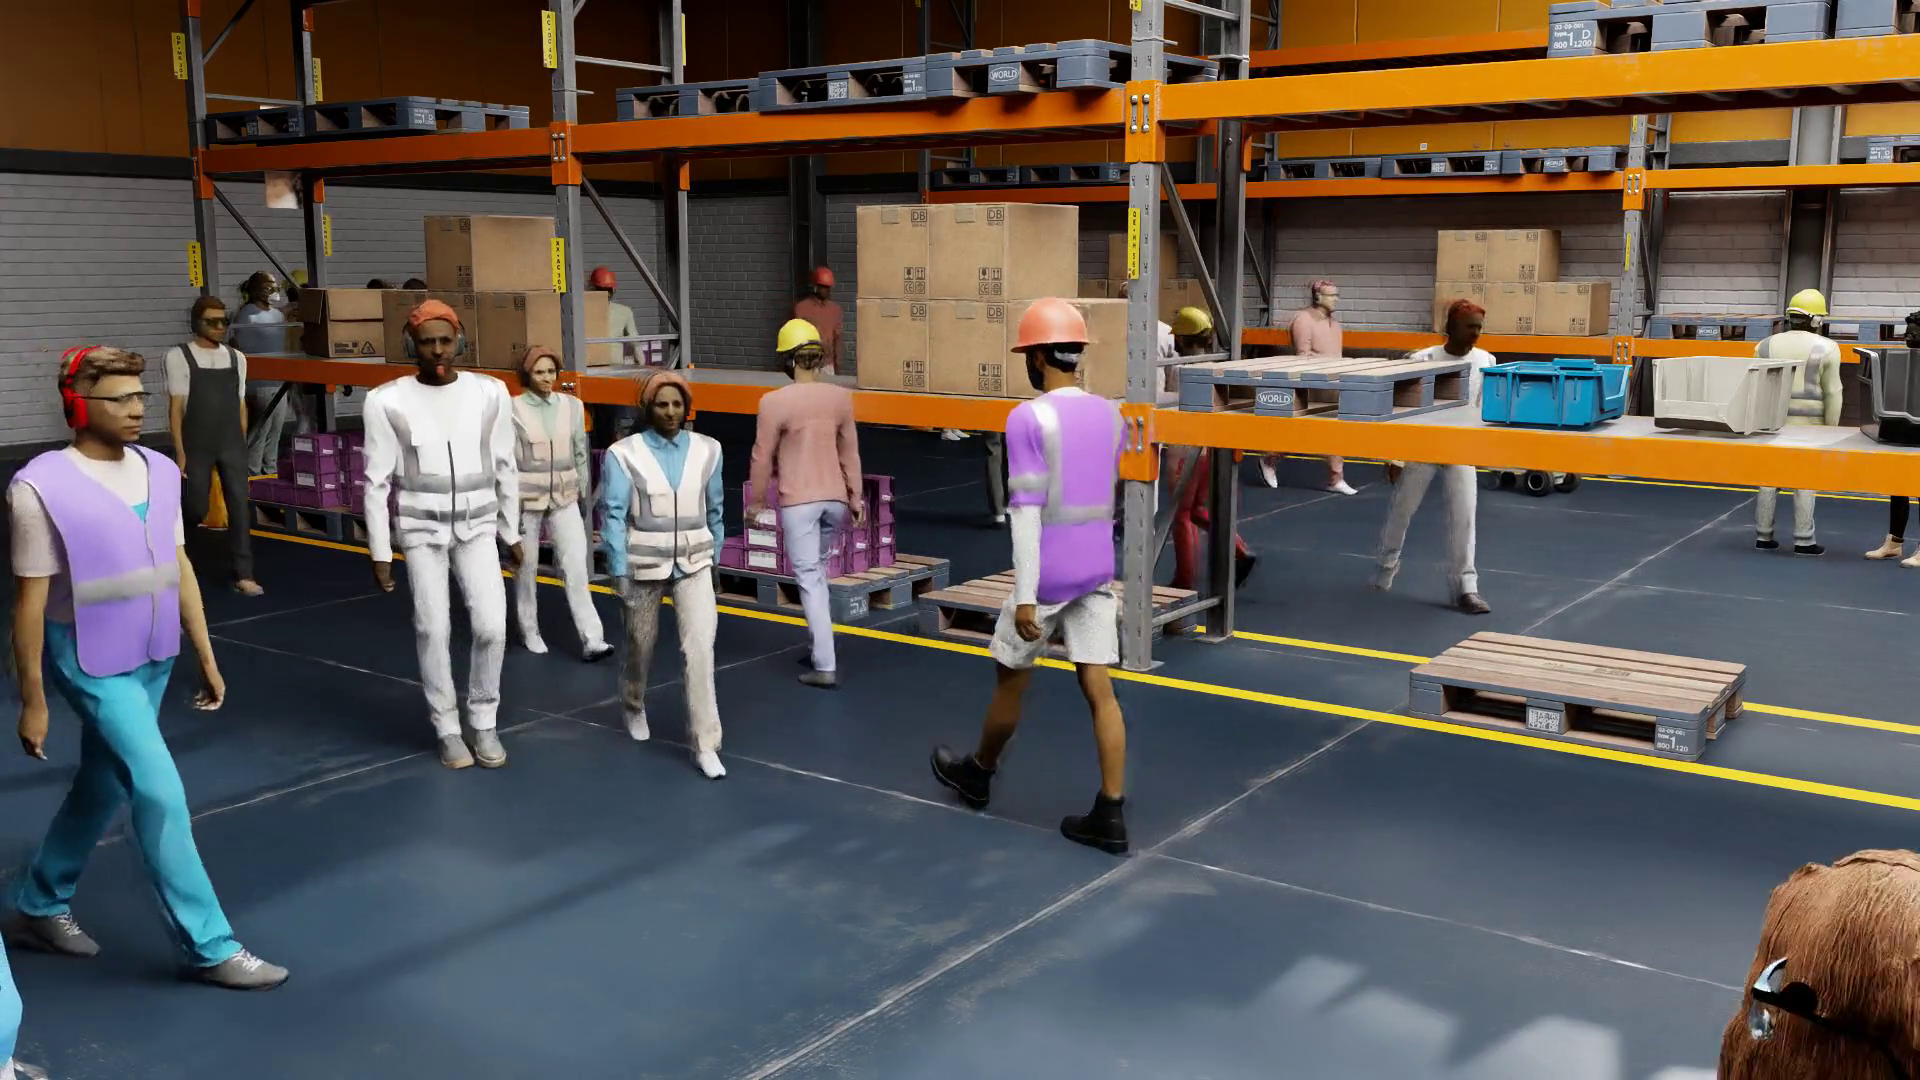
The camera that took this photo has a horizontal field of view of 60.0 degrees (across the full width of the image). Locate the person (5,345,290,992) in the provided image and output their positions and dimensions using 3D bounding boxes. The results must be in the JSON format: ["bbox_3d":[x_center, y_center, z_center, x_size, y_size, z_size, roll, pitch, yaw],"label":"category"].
[{"bbox_3d":[-2.376,0.353,4.658,0.953,1.804,0.582,2,10,11],"label":"person"}]

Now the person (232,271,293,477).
[{"bbox_3d":[-5.792,-1.266,13.883,0.376,1.940,0.629,1,10,7],"label":"person"}]

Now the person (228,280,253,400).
[{"bbox_3d":[-7.170,-1.674,16.604,0.582,1.843,0.540,2,10,14],"label":"person"}]

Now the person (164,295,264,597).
[{"bbox_3d":[-4.577,-0.572,10.109,0.783,1.824,0.522,9,13,42],"label":"person"}]

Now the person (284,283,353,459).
[{"bbox_3d":[-6.063,-1.506,15.667,0.655,1.821,0.431,3,10,16],"label":"person"}]

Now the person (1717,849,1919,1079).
[{"bbox_3d":[0.709,1.022,1.282,0.510,1.593,0.833,-7,12,-35],"label":"person"}]

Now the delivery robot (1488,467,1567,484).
[{"bbox_3d":[4.975,-0.731,14.531,0.477,0.478,0.707,-8,12,-38],"label":"delivery robot"}]

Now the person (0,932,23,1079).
[{"bbox_3d":[-1.605,0.769,2.500,0.534,1.694,0.321,9,13,43],"label":"person"}]

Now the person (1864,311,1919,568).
[{"bbox_3d":[6.315,-0.664,11.013,0.315,1.696,0.541,-2,10,-14],"label":"person"}]

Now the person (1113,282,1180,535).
[{"bbox_3d":[1.283,-0.961,12.274,0.678,1.866,0.613,0,10,2],"label":"person"}]

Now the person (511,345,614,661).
[{"bbox_3d":[-2.052,-0.166,8.330,0.522,1.592,0.862,-7,12,-34],"label":"person"}]

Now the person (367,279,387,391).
[{"bbox_3d":[-6.051,-1.855,17.727,0.565,1.836,0.837,4,10,21],"label":"person"}]

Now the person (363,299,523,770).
[{"bbox_3d":[-2.011,0.002,6.525,0.614,1.867,0.531,-5,11,-27],"label":"person"}]

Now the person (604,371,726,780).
[{"bbox_3d":[-1.209,0.107,6.741,0.522,1.594,0.900,-4,10,-24],"label":"person"}]

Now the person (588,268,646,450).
[{"bbox_3d":[-3.269,-1.556,15.572,0.634,1.949,0.961,-8,12,-39],"label":"person"}]

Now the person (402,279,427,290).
[{"bbox_3d":[-4.676,-1.310,14.335,0.673,1.866,0.991,-1,10,-4],"label":"person"}]

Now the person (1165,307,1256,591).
[{"bbox_3d":[1.453,-0.505,9.925,0.505,1.754,0.528,7,12,35],"label":"person"}]

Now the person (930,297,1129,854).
[{"bbox_3d":[0.297,0.099,5.890,0.566,1.884,0.971,-7,12,-38],"label":"person"}]

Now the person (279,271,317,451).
[{"bbox_3d":[-6.980,-1.908,17.812,0.460,1.911,0.692,5,11,27],"label":"person"}]

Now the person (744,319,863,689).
[{"bbox_3d":[-0.758,-0.179,7.997,0.541,1.744,0.691,-9,13,-42],"label":"person"}]

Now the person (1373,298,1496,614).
[{"bbox_3d":[2.810,-0.528,9.860,0.618,1.829,1.043,-1,10,-9],"label":"person"}]

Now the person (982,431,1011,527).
[{"bbox_3d":[0.311,-1.060,12.865,0.601,1.868,1.013,0,10,2],"label":"person"}]

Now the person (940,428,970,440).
[{"bbox_3d":[-0.062,-2.007,18.870,0.285,1.746,0.492,4,10,22],"label":"person"}]

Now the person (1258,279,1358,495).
[{"bbox_3d":[3.065,-1.346,14.562,0.640,1.876,0.863,-8,12,-39],"label":"person"}]

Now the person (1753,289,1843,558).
[{"bbox_3d":[5.729,-0.796,11.398,0.403,1.830,0.601,-7,12,-38],"label":"person"}]

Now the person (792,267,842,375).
[{"bbox_3d":[-1.548,-1.891,17.531,0.624,1.971,0.671,-8,12,-38],"label":"person"}]
